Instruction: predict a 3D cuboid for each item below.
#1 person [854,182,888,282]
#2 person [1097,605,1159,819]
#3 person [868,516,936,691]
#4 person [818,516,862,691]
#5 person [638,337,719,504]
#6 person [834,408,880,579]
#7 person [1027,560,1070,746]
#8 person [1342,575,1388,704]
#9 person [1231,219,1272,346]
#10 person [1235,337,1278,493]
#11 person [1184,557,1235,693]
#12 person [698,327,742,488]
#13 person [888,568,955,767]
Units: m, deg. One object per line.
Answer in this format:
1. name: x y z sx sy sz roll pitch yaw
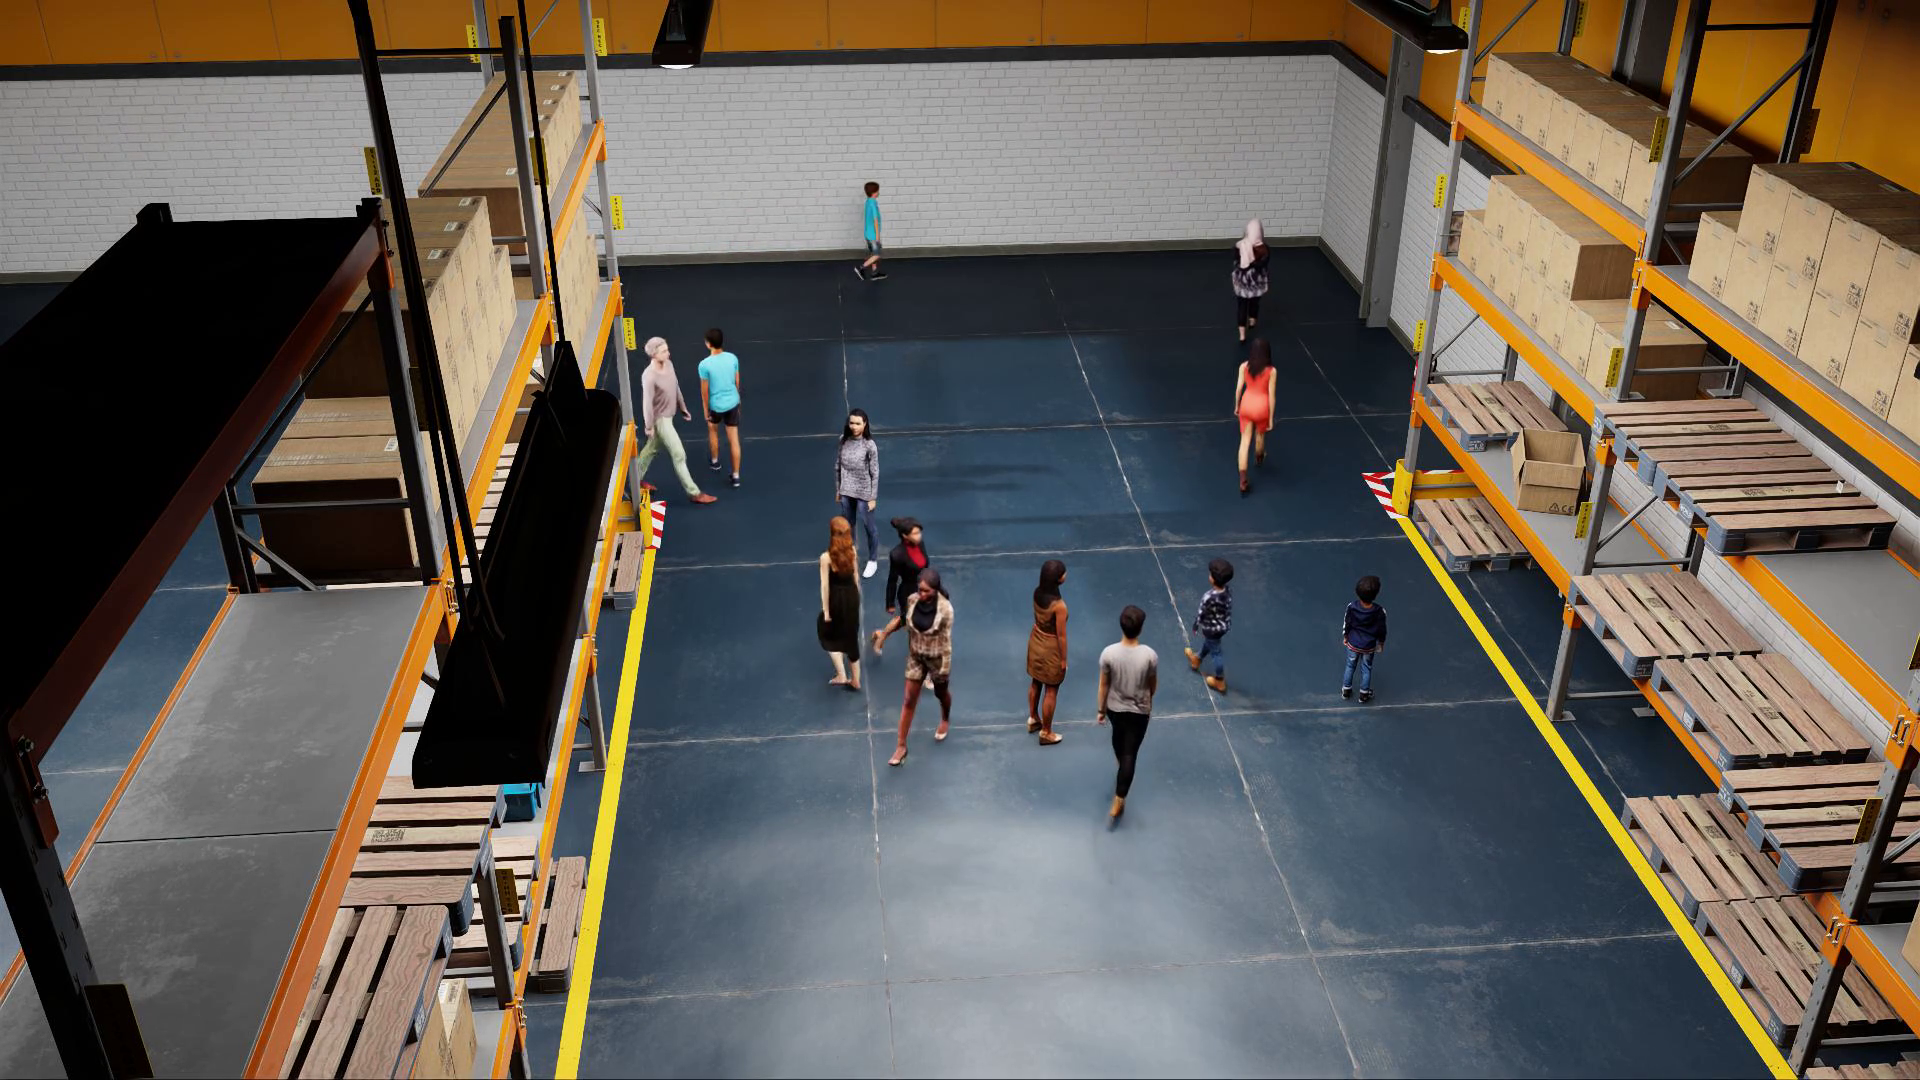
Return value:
1. person: -1.296 -4.355 23.582 0.696 1.442 0.730 -9 30 -17
2. person: 1.277 1.361 12.861 0.928 1.674 1.254 8 30 15
3. person: -0.501 0.512 14.491 1.061 1.604 1.036 19 34 31
4. person: -0.997 0.588 14.357 0.733 1.600 0.789 -23 36 -36
5. person: -3.209 -1.255 17.499 0.991 1.826 1.285 6 29 11
6. person: -0.988 -0.480 16.176 0.688 1.732 0.702 14 32 25
7. person: 0.719 0.913 13.670 0.693 1.686 0.583 -16 32 -26
8. person: 3.457 0.843 14.285 0.597 1.221 0.624 13 31 23
9. person: 3.736 -3.305 21.493 0.818 1.601 1.086 5 29 9
10. person: 3.126 -1.306 17.763 0.950 1.664 1.215 10 30 18
11. person: 2.248 0.755 14.441 0.754 1.225 0.882 -21 35 -33
12. person: -2.499 -1.393 17.834 0.855 1.748 1.046 -12 31 -21
13. person: -0.193 0.963 13.522 0.974 1.741 1.165 15 32 25
